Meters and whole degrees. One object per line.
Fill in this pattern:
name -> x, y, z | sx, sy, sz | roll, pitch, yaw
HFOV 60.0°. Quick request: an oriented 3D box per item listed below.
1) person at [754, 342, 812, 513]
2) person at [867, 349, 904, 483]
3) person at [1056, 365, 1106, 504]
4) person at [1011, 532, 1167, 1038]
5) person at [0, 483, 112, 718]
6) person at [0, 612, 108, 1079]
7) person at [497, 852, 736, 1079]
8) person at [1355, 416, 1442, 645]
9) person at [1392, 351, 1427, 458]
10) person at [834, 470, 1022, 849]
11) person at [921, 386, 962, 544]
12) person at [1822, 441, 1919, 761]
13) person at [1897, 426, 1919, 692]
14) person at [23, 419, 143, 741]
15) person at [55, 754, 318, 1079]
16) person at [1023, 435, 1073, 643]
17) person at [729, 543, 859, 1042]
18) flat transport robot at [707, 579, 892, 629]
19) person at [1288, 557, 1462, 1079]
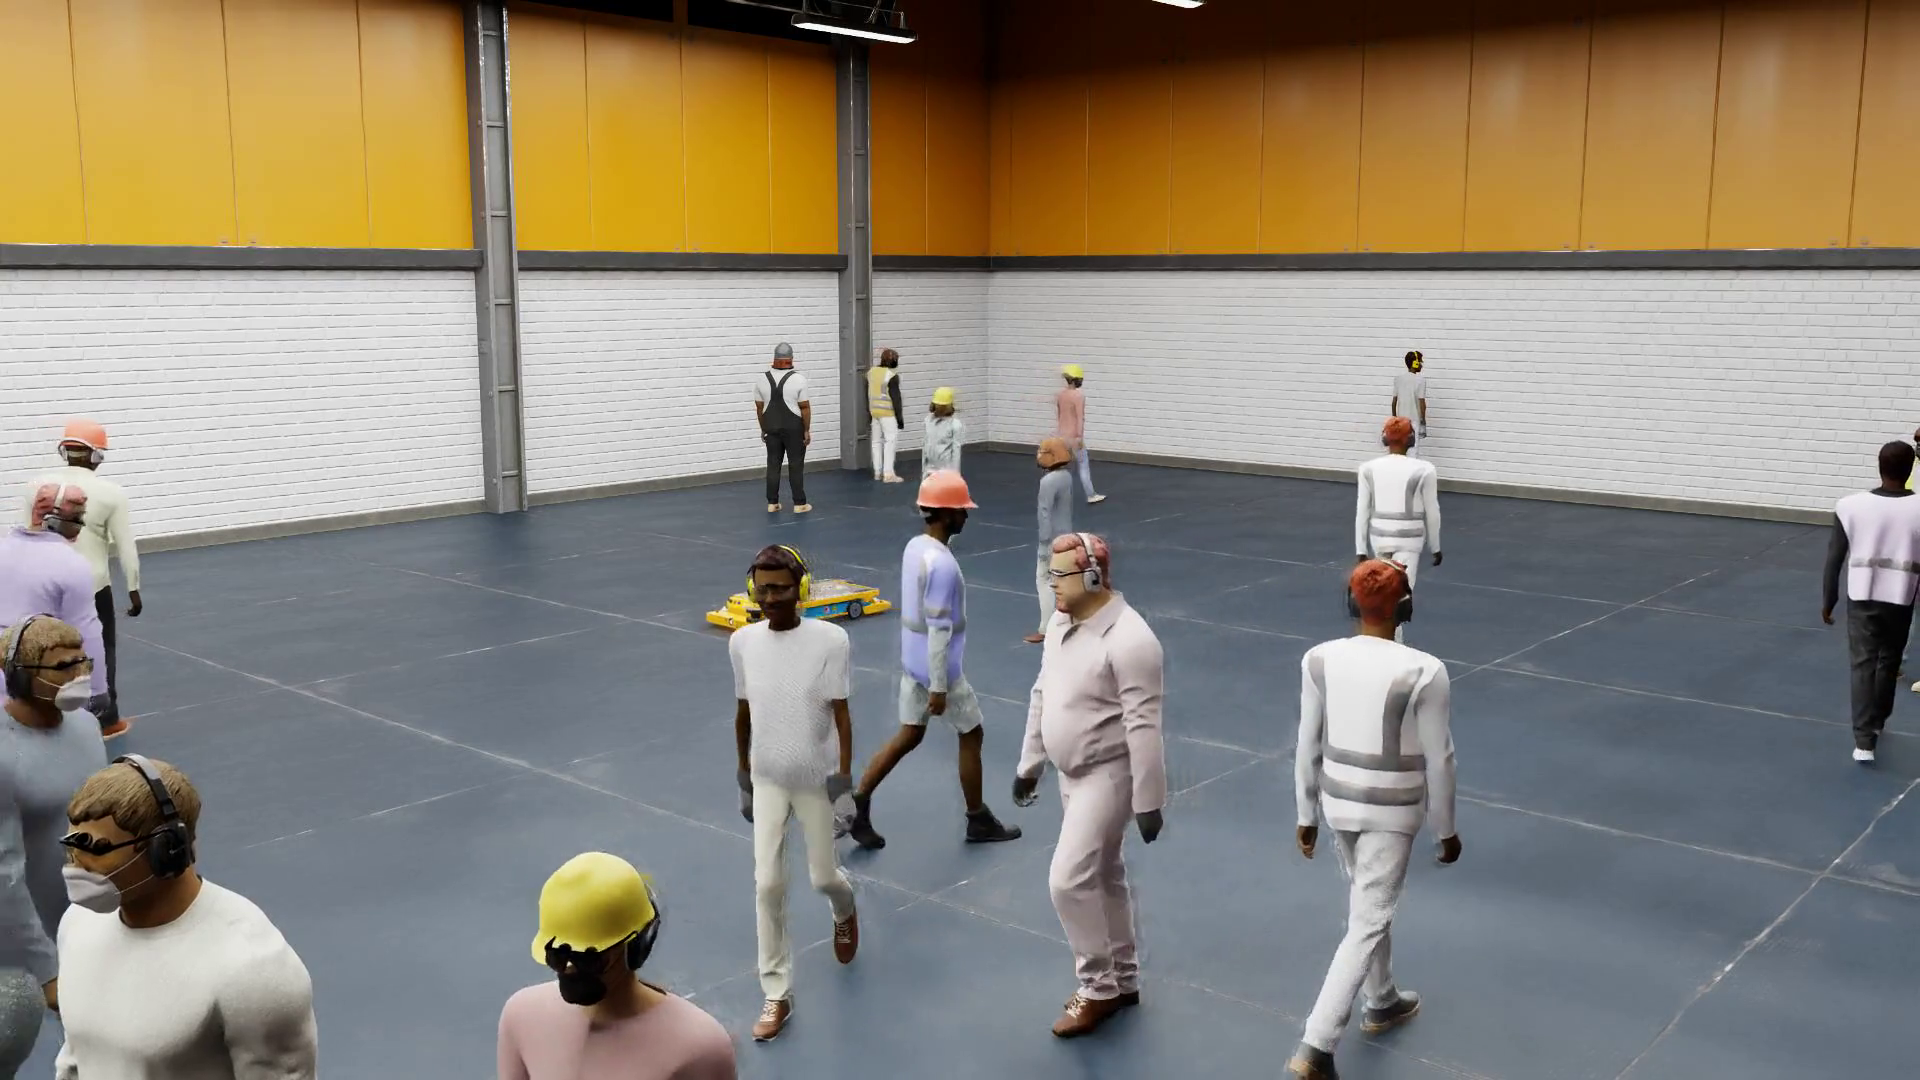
person -> -2.074, -1.347, 19.914 | 0.689, 2.000, 0.539 | 3, 10, 18
person -> -1.006, -1.701, 22.860 | 0.430, 1.816, 0.694 | -8, 12, -40
person -> 1.449, -1.277, 20.409 | 0.824, 1.729, 0.552 | -7, 11, -36
person -> 0.454, 0.904, 6.261 | 0.593, 1.882, 0.672 | -3, 10, -19
person -> -4.404, 0.655, 7.915 | 0.777, 1.865, 0.473 | 3, 9, 17
person -> -2.631, 1.142, 4.787 | 1.007, 1.893, 0.636 | 1, 9, 8
person -> -0.686, 1.441, 3.431 | 0.524, 1.723, 0.896 | 4, 10, 23
person -> 3.080, 0.040, 11.855 | 0.569, 1.852, 0.950 | 7, 12, 39
person -> 5.790, -1.497, 21.414 | 0.335, 1.865, 0.519 | -7, 11, -38
person -> -0.186, 0.597, 8.175 | 0.938, 1.904, 0.557 | -3, 10, -20
person -> -0.176, -0.709, 16.886 | 0.517, 1.717, 0.448 | 8, 12, 41
person -> 5.453, 0.345, 9.853 | 0.605, 1.872, 0.987 | 4, 10, 25
person -> 6.581, 0.113, 11.378 | 0.429, 1.844, 0.626 | -4, 10, -25
person -> -5.297, 0.266, 10.019 | 0.682, 1.975, 0.551 | 0, 9, -2
person -> -1.525, 1.353, 3.281 | 0.635, 1.937, 0.352 | 5, 10, 27
person -> 0.782, 0.009, 12.742 | 0.519, 1.620, 0.506 | 4, 10, 22
person -> -0.614, 0.905, 6.402 | 0.533, 1.849, 0.784 | 2, 9, 13
flat transport robot -> -1.309, 0.529, 13.676 | 1.431, 0.197, 0.652 | -9, 13, -44
person -> 1.431, 0.983, 5.921 | 0.964, 1.848, 0.568 | -8, 12, -42
